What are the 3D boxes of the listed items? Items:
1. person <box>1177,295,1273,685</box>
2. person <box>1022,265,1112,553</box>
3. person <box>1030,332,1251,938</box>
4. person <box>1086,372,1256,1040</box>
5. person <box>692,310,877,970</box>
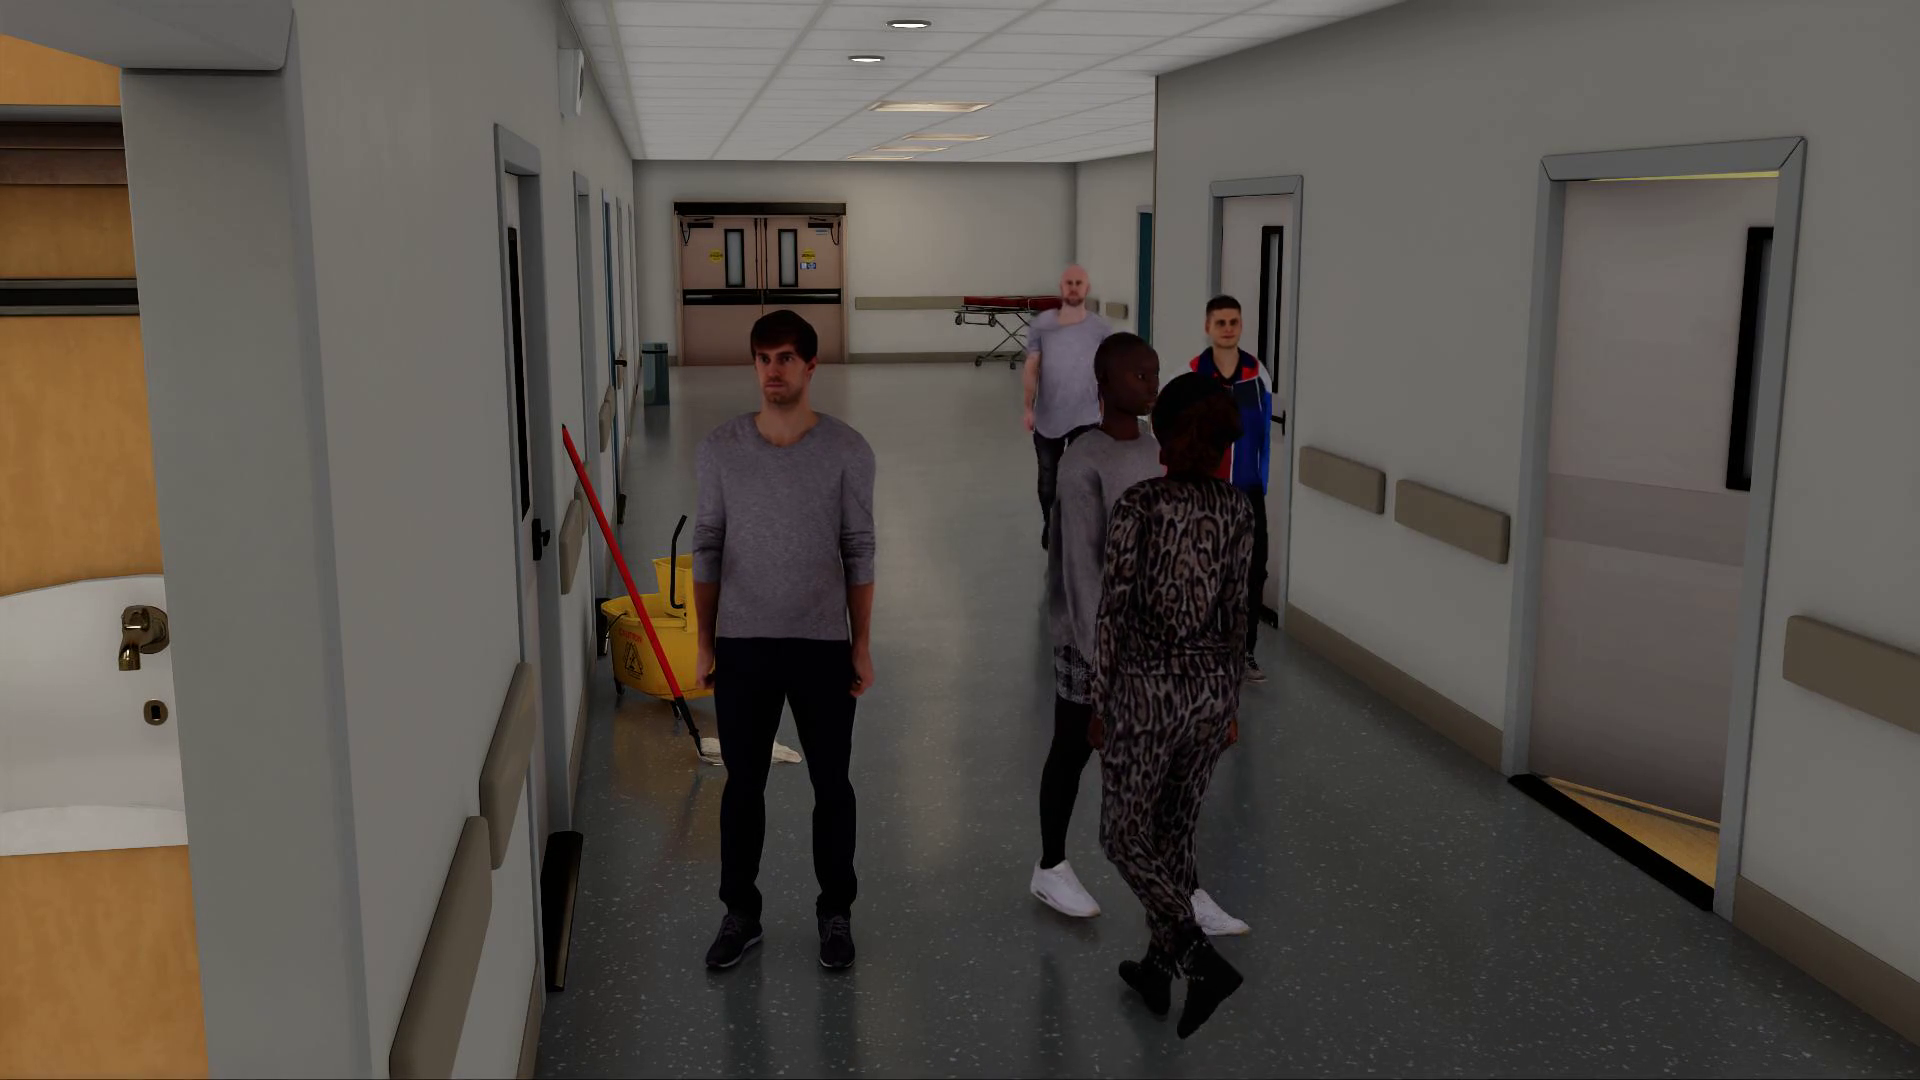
[{"bbox_3d":[1.173,-0.234,7.642,0.659,1.741,0.772,-1,11,-7],"label":"person"},{"bbox_3d":[0.639,-0.726,10.111,0.886,1.787,1.314,1,11,3],"label":"person"},{"bbox_3d":[0.372,0.285,4.900,0.901,1.742,1.090,-8,13,-35],"label":"person"},{"bbox_3d":[0.552,0.444,4.164,0.685,1.705,0.941,-4,11,-21],"label":"person"},{"bbox_3d":[-0.487,0.281,4.652,0.701,1.843,0.609,0,11,2],"label":"person"}]
